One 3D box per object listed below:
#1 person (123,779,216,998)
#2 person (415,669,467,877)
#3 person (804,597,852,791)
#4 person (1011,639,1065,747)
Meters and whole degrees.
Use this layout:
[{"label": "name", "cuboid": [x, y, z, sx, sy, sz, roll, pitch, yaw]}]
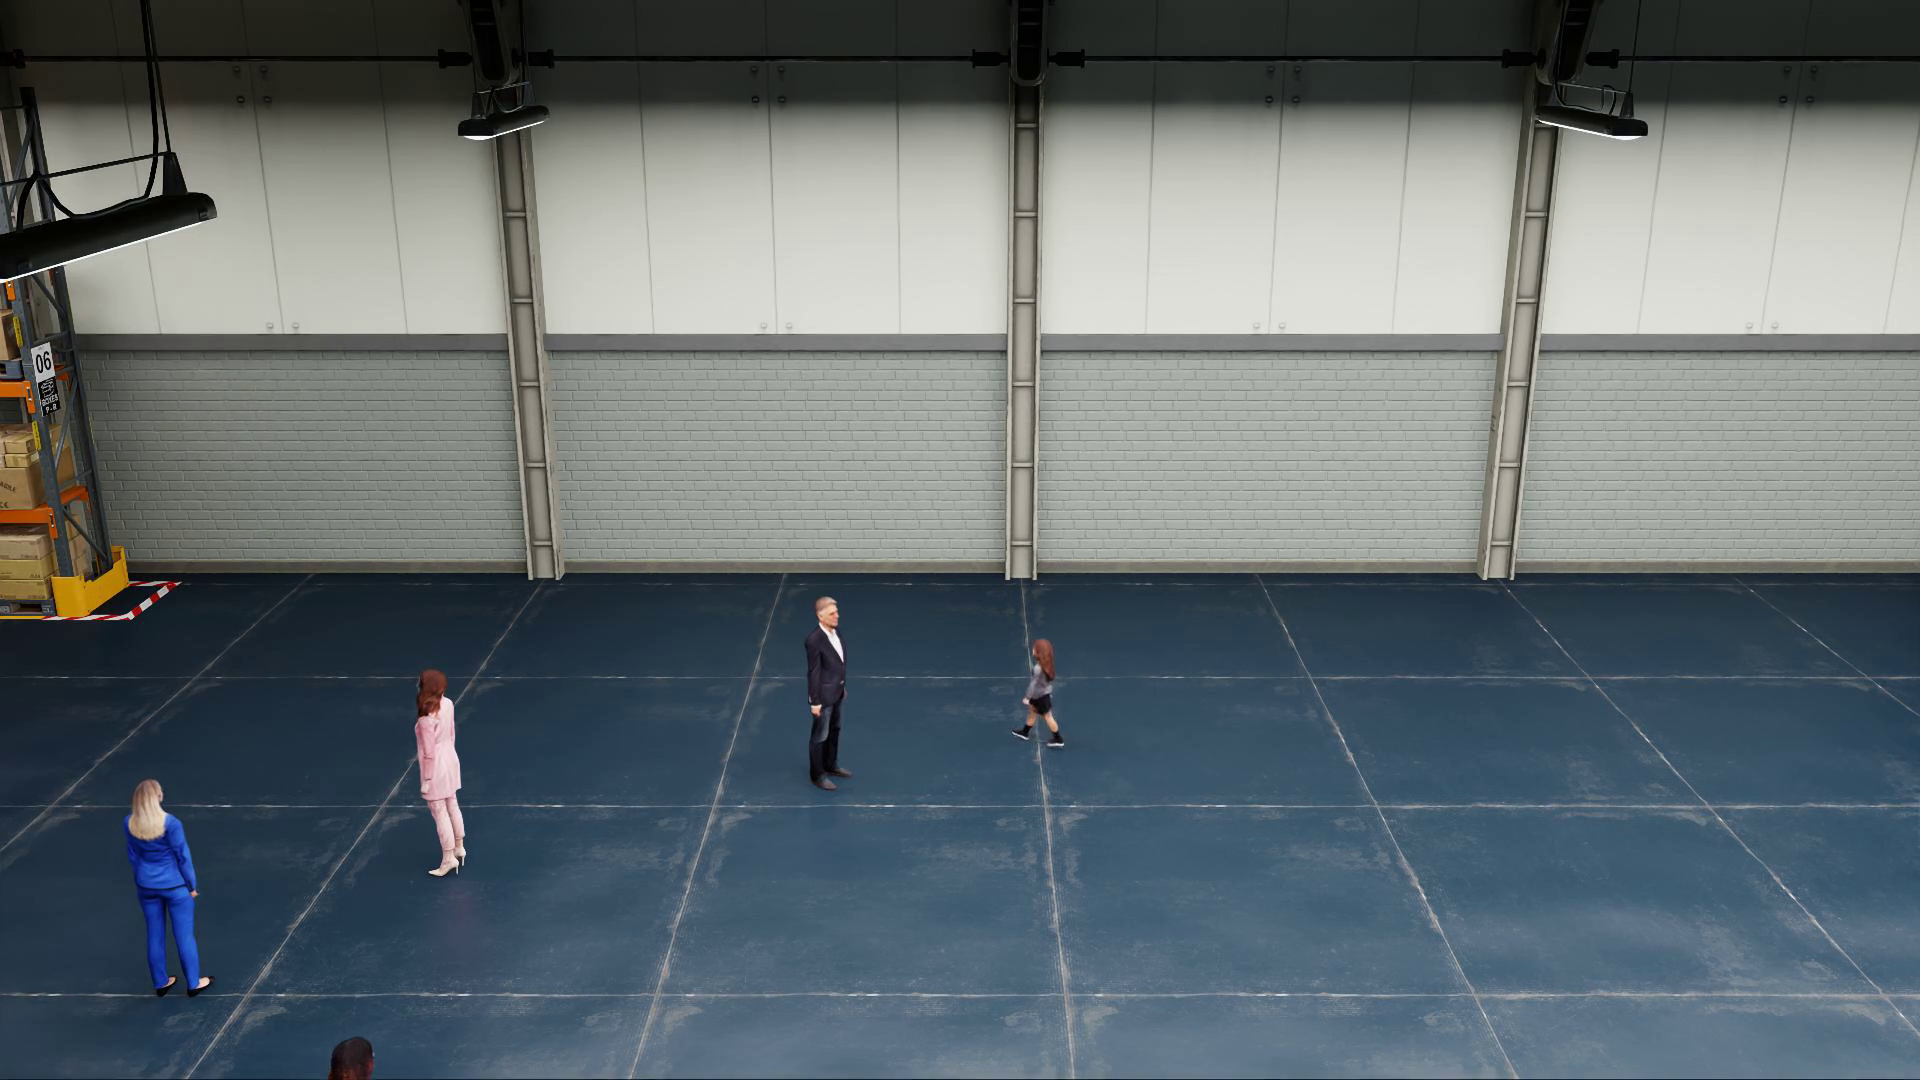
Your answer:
[{"label": "person", "cuboid": [-5.736, 2.506, 11.980, 0.513, 1.700, 0.696, 2, 18, 7]}, {"label": "person", "cuboid": [-4.269, 1.900, 13.674, 0.593, 1.803, 0.657, 4, 18, 12]}, {"label": "person", "cuboid": [-1.220, 1.369, 15.286, 0.760, 1.814, 0.784, 9, 20, 25]}, {"label": "person", "cuboid": [0.837, 1.497, 16.078, 0.828, 1.081, 0.613, 5, 19, 16]}]
